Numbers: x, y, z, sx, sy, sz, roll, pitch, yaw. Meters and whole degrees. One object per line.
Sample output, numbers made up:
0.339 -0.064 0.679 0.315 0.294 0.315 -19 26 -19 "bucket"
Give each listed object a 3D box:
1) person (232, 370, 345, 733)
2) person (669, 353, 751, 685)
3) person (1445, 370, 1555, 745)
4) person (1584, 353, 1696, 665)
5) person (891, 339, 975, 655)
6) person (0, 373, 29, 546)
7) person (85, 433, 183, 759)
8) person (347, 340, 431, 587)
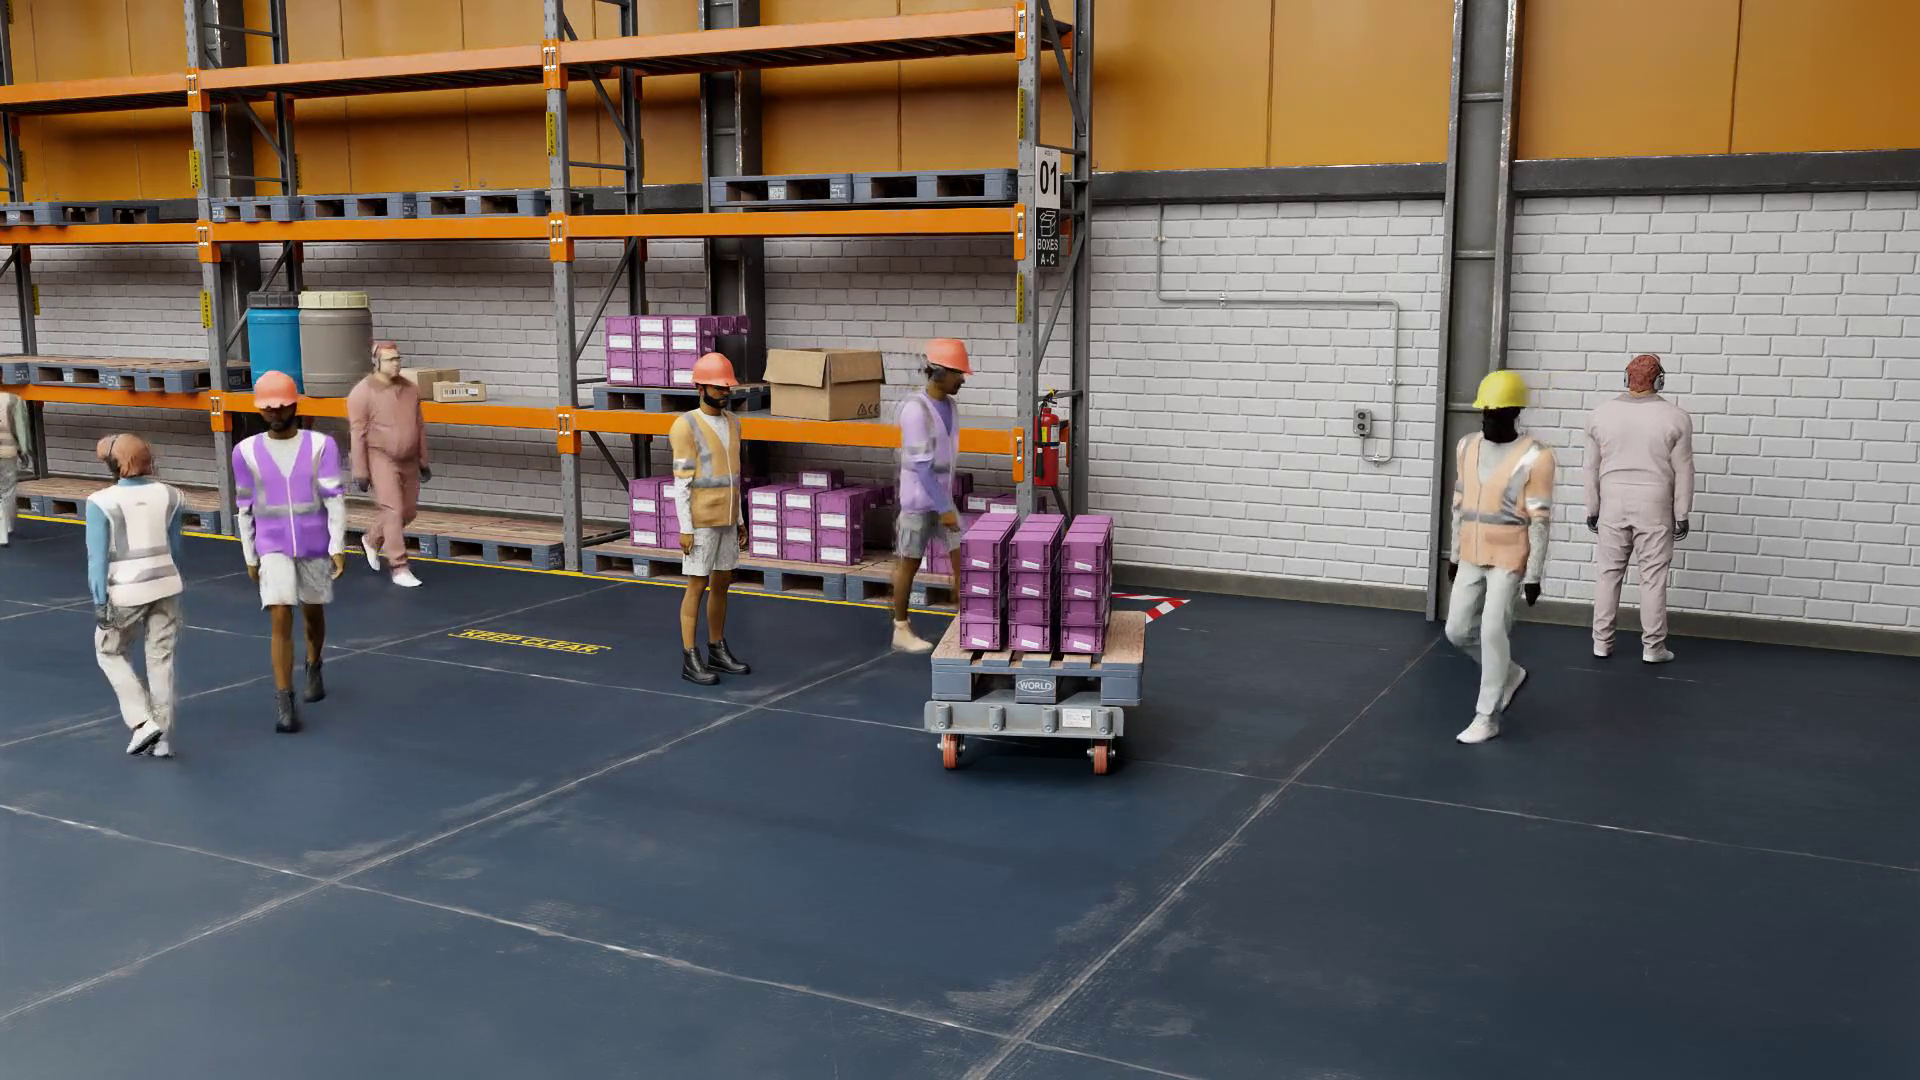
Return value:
-3.608 0.024 8.992 0.546 1.892 0.977 -4 10 -21 "person"
-1.433 -0.128 9.759 0.375 1.935 0.551 6 11 32 "person"
2.772 0.083 8.510 0.533 1.911 0.595 -6 11 -31 "person"
4.168 -0.190 10.231 0.643 1.909 0.410 6 11 34 "person"
-0.082 -0.231 10.222 0.973 1.983 0.606 6 11 32 "person"
-8.568 -0.759 14.731 0.526 1.581 0.882 -8 12 -41 "person"
-4.053 0.280 8.194 0.375 1.618 0.518 6 11 34 "person"
-4.432 -0.601 12.827 0.767 1.889 0.641 5 11 29 "person"
